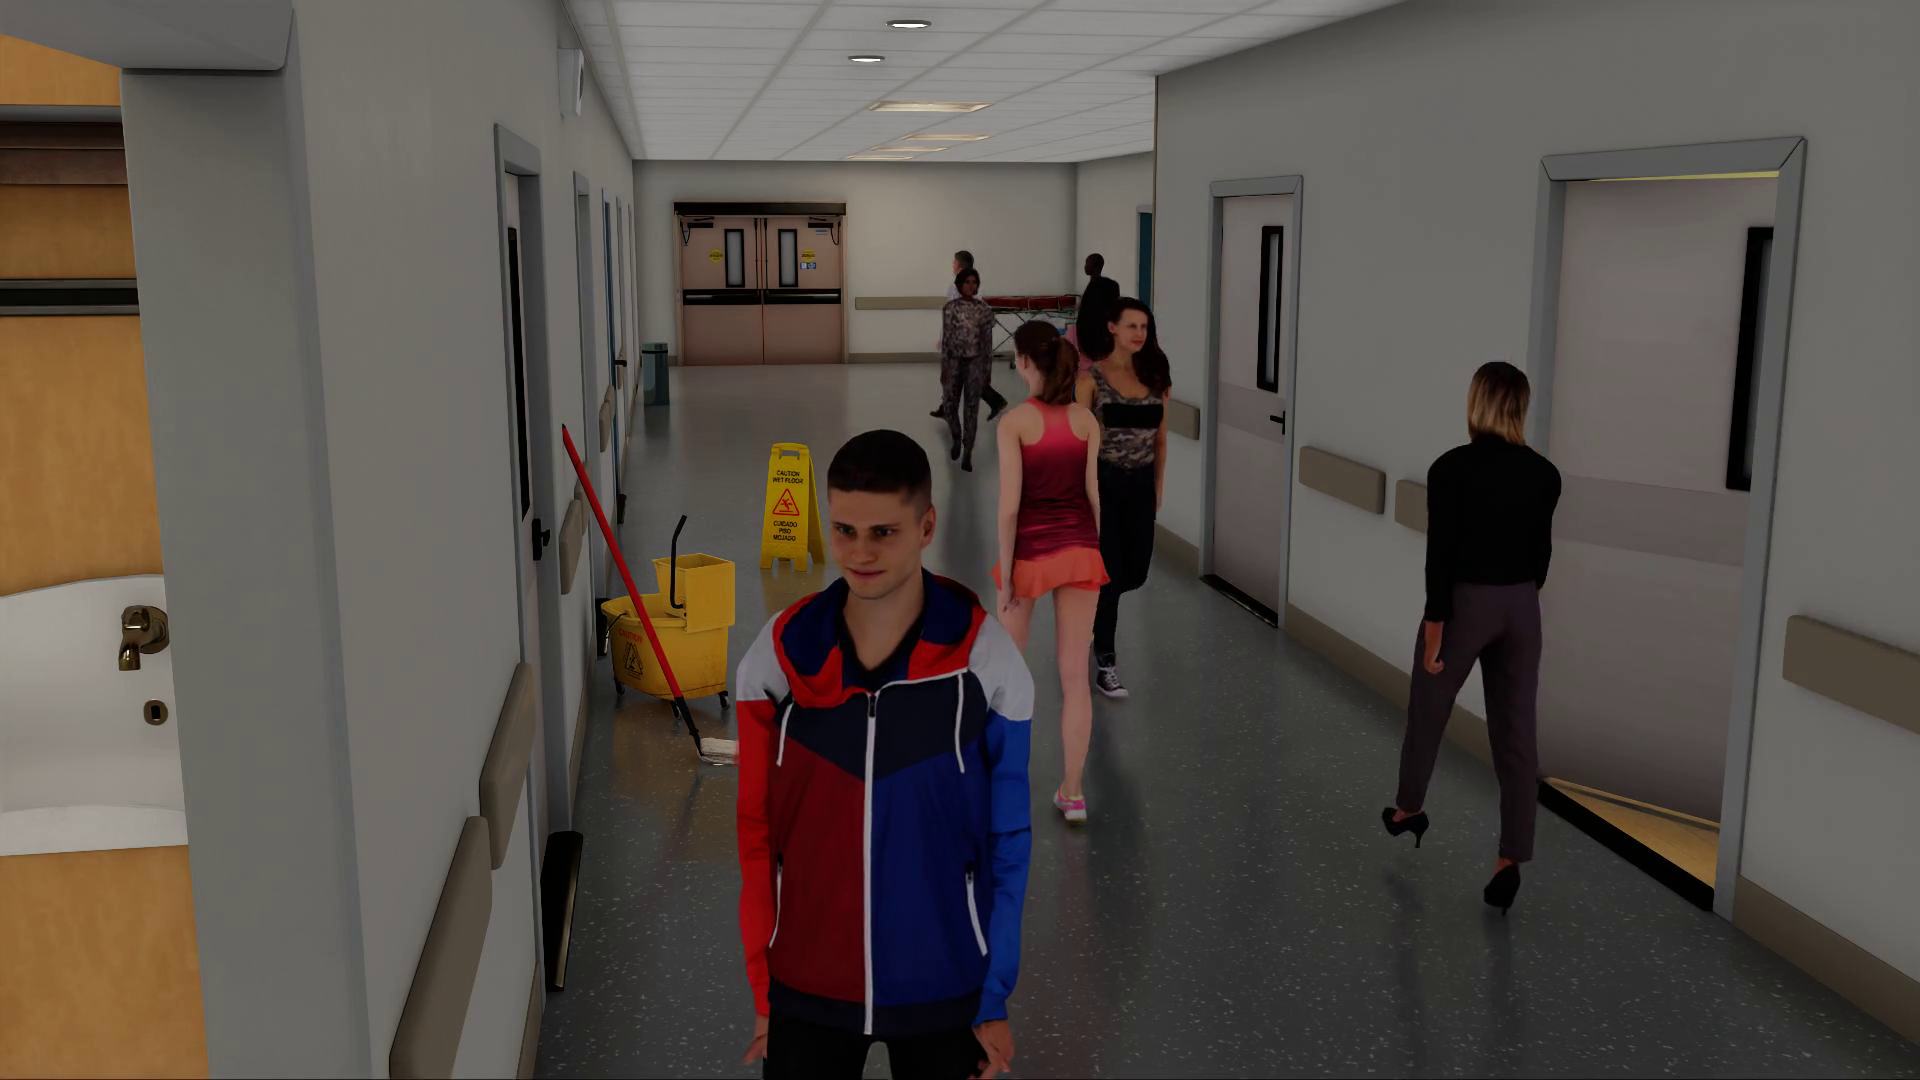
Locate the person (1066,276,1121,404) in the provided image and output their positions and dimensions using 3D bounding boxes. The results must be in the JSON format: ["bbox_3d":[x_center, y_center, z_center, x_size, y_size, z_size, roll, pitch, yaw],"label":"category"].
[{"bbox_3d":[0.874,-0.857,11.058,0.881,1.690,1.203,2,11,8],"label":"person"}]

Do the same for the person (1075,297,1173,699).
[{"bbox_3d":[0.659,-0.195,7.431,0.677,1.742,0.962,-3,11,-16],"label":"person"}]

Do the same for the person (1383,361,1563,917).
[{"bbox_3d":[1.607,0.321,4.971,0.602,1.645,0.916,-2,11,-10],"label":"person"}]

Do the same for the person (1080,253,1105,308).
[{"bbox_3d":[1.416,-2.112,17.454,0.745,1.771,0.594,2,11,12],"label":"person"}]

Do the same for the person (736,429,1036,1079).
[{"bbox_3d":[-0.127,0.689,2.727,0.697,1.758,0.648,2,11,8],"label":"person"}]

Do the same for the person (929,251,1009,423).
[{"bbox_3d":[0.111,-2.075,17.268,1.226,1.769,1.203,5,12,27],"label":"person"}]

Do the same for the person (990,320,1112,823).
[{"bbox_3d":[0.335,0.127,5.791,0.565,1.721,0.955,-2,11,-9],"label":"person"}]

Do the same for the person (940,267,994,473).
[{"bbox_3d":[0.041,-1.445,14.114,0.647,1.706,0.765,0,11,-2],"label":"person"}]
